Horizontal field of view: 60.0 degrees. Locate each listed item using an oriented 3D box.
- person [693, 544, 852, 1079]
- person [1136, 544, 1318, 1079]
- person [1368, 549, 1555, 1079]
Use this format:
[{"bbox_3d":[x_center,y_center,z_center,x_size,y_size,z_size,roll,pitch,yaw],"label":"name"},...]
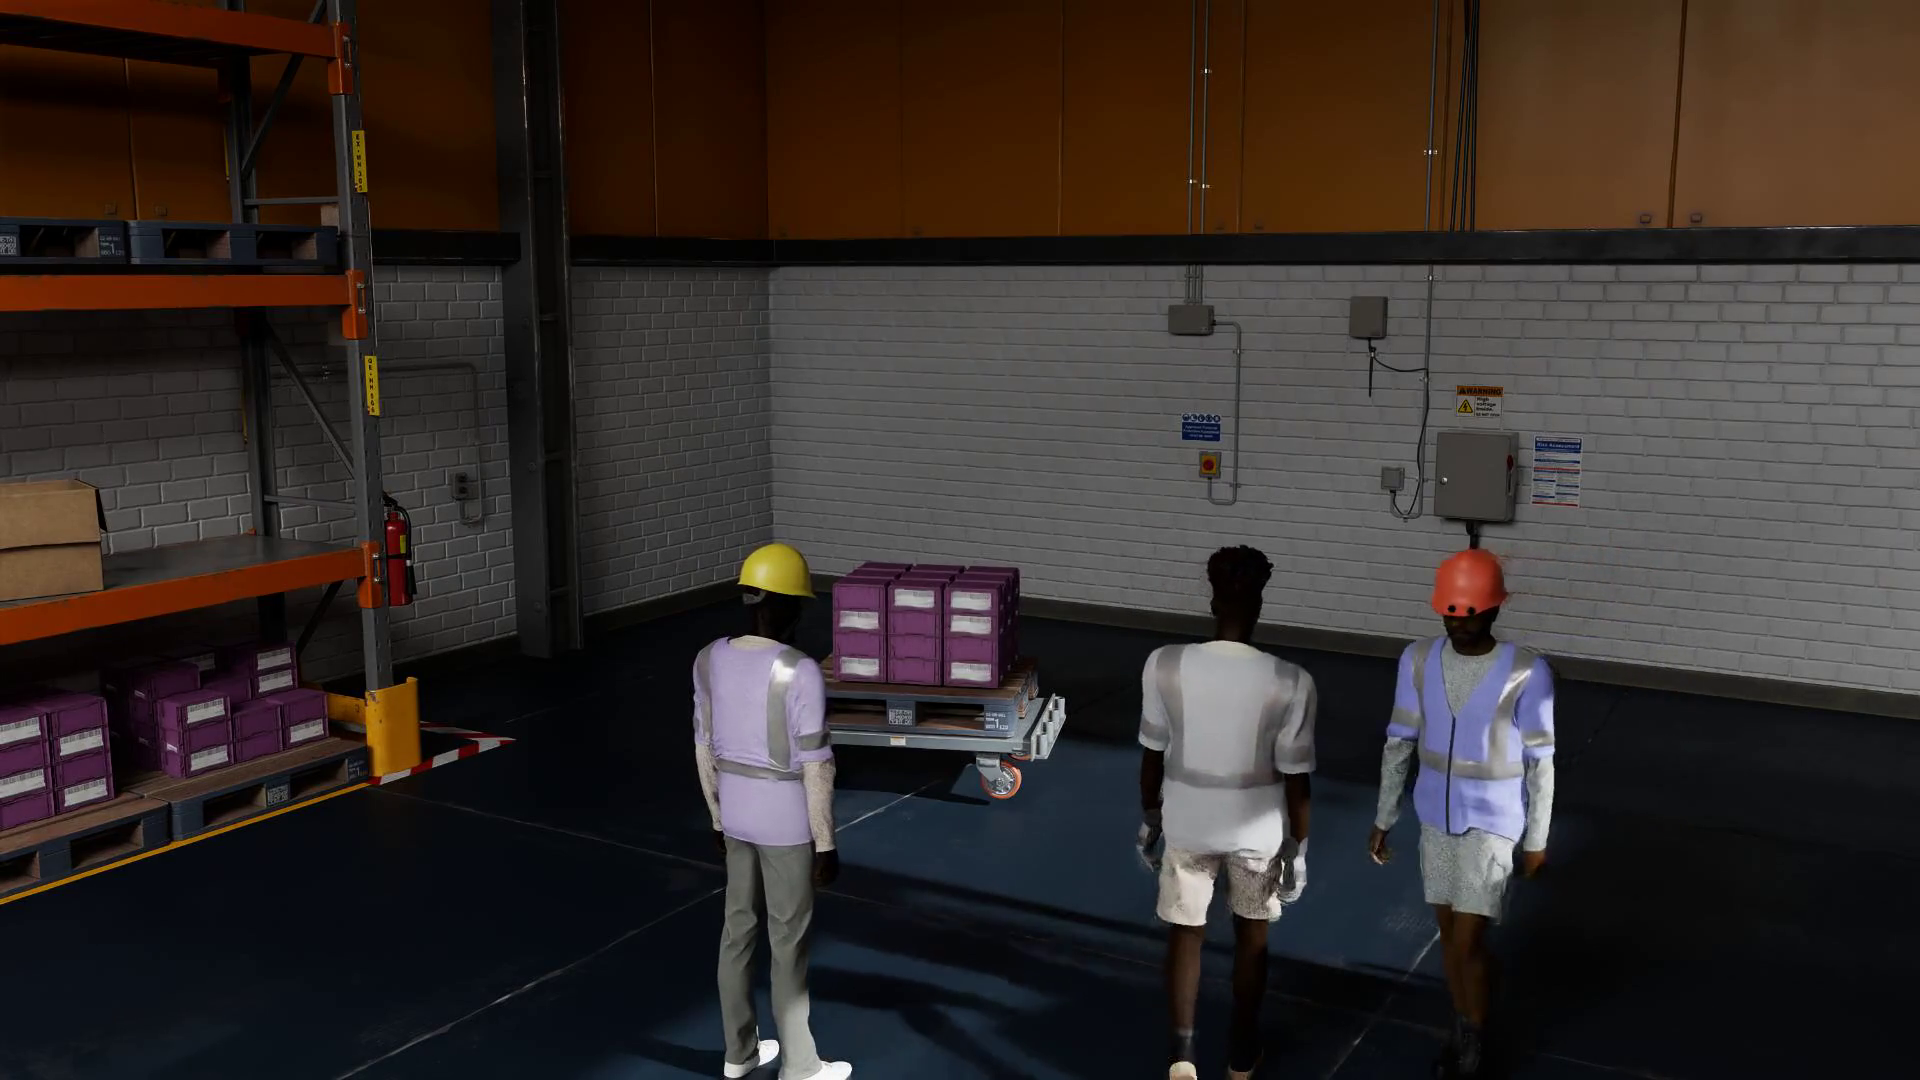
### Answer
[{"bbox_3d":[-0.649,0.968,5.766,0.585,1.917,0.381,6,11,35],"label":"person"},{"bbox_3d":[0.887,0.976,5.634,0.622,1.938,0.753,3,9,16],"label":"person"},{"bbox_3d":[1.707,0.972,5.732,0.577,1.912,0.558,-9,13,-44],"label":"person"}]
